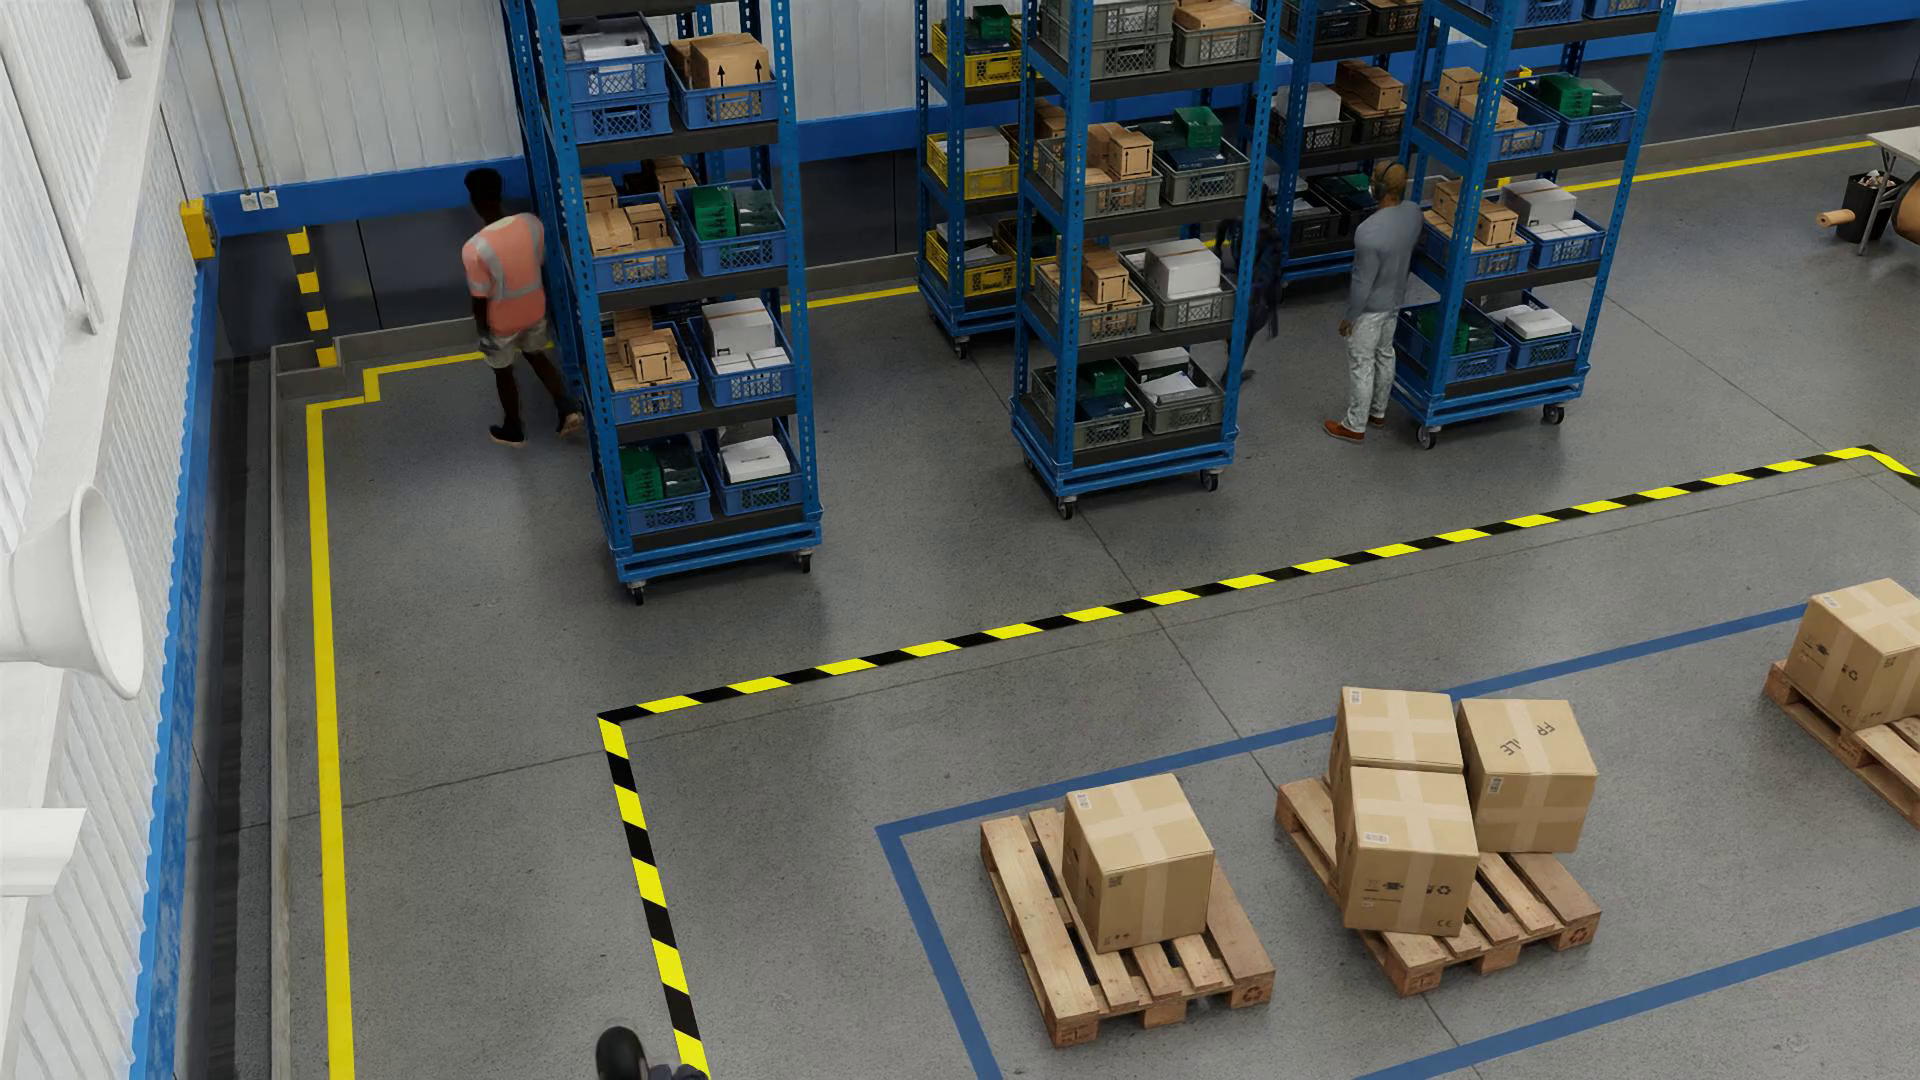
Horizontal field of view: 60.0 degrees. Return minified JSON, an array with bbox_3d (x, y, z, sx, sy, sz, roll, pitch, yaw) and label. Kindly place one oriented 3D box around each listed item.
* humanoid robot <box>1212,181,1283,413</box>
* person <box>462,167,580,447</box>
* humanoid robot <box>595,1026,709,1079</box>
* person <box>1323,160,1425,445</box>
[{"bbox_3d":[1.885,-1.629,11.188,0.591,1.634,0.765,30,45,35],"label":"humanoid robot"},{"bbox_3d":[-2.845,-1.454,10.657,0.595,1.946,0.636,25,42,31],"label":"person"},{"bbox_3d":[-1.038,2.230,5.718,0.609,1.623,0.796,-17,39,-23],"label":"humanoid robot"},{"bbox_3d":[2.686,-1.530,10.777,0.632,1.937,0.353,-30,45,-35],"label":"person"}]
